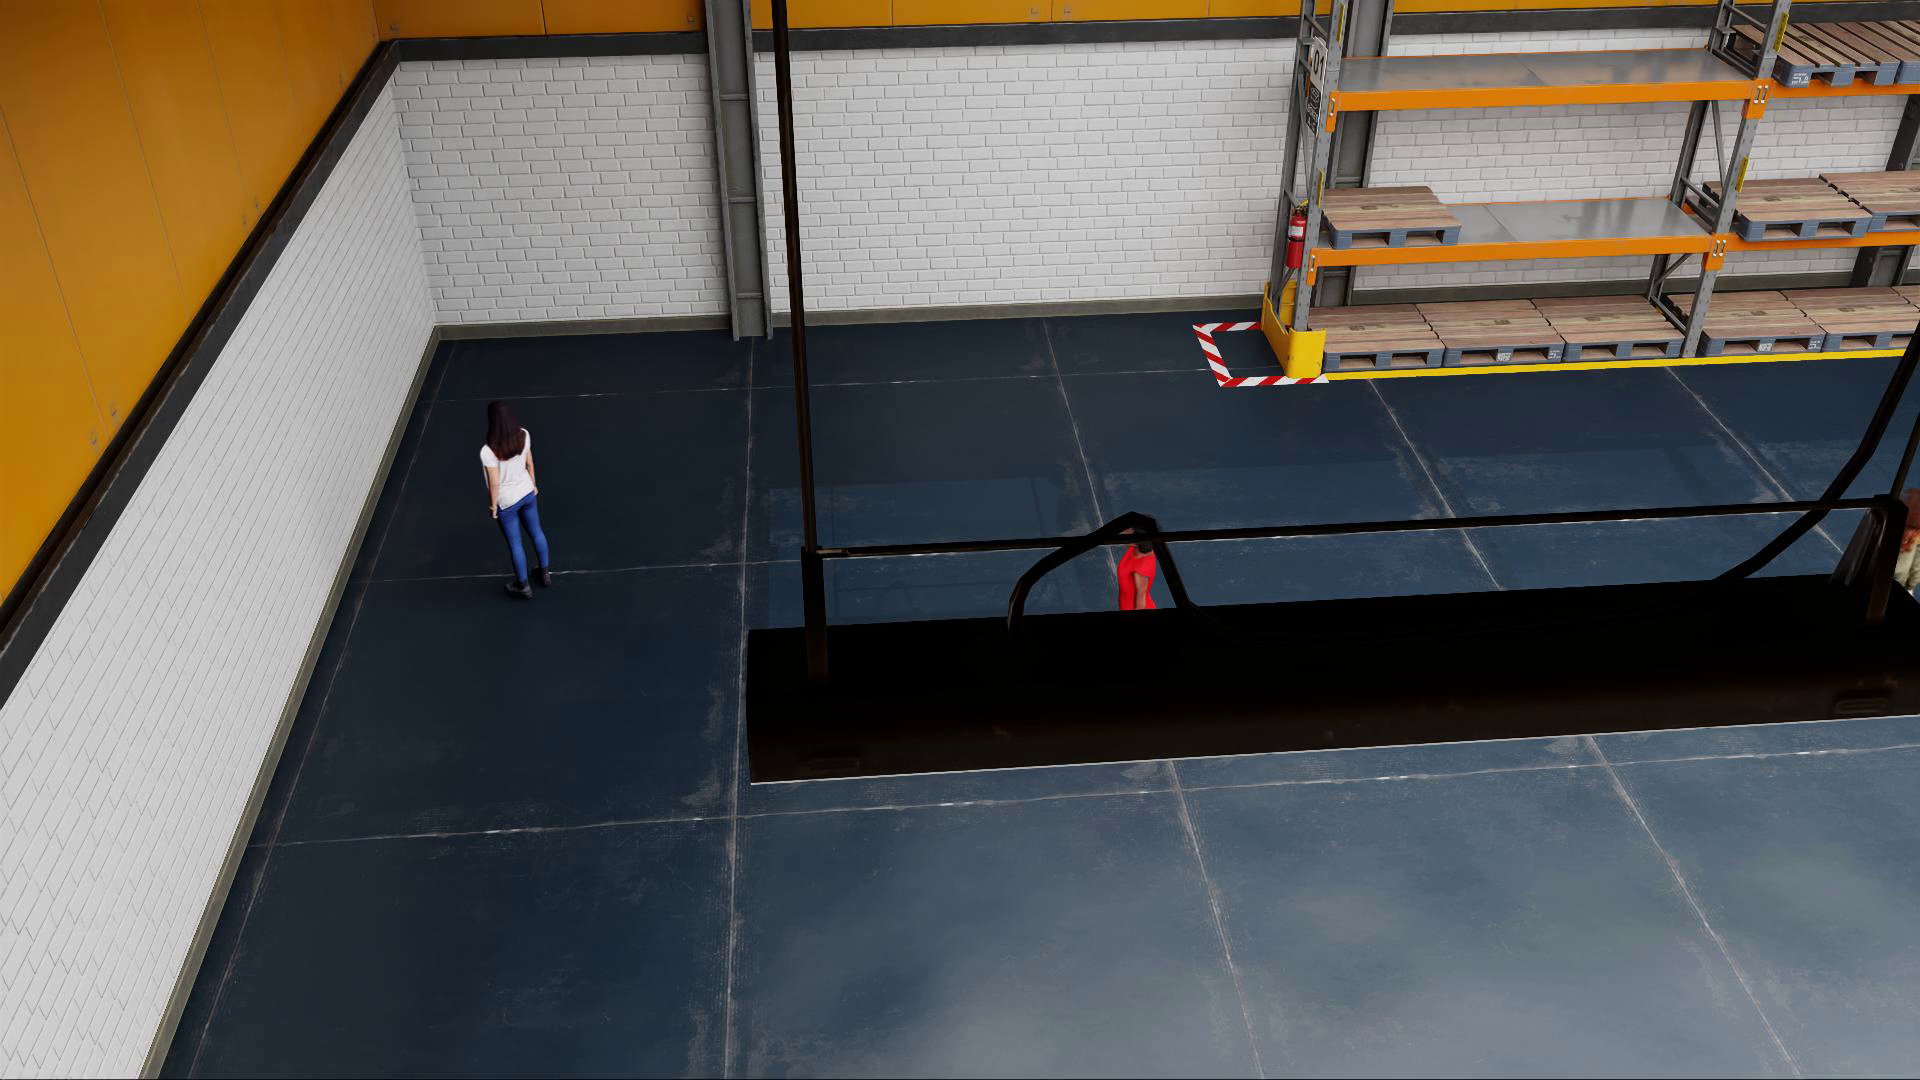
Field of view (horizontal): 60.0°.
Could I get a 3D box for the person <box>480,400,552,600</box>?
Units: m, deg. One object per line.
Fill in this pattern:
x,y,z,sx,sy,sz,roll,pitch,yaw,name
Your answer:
-3.419,-0.304,12.771,0.728,1.684,0.681,22,40,30,person

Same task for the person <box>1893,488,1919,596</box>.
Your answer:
6.716,0.273,12.089,0.697,1.477,0.654,-29,43,-36,person

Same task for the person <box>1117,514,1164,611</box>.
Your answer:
1.213,0.567,11.408,0.524,1.743,0.587,1,34,1,person
